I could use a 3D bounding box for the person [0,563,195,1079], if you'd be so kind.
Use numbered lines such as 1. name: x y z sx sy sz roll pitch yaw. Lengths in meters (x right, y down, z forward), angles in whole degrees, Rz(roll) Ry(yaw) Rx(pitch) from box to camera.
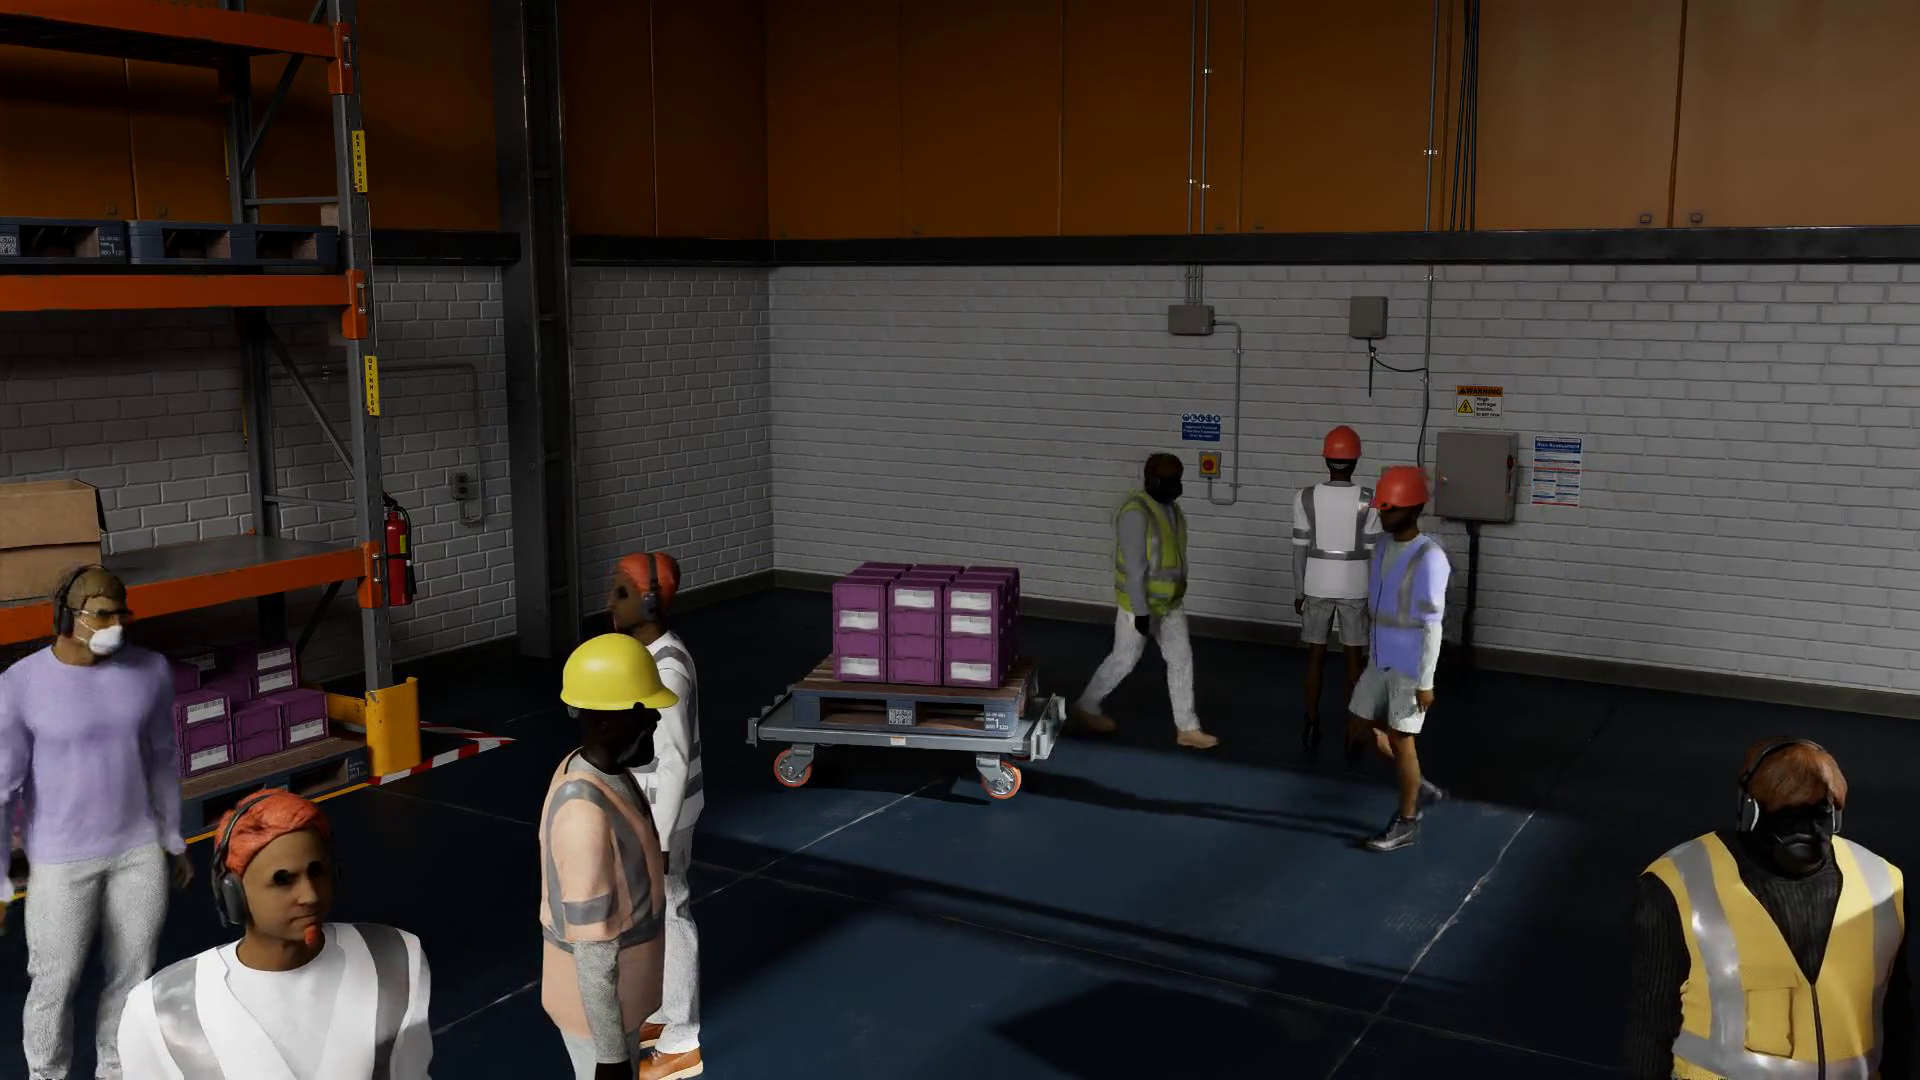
1. person: -2.853 1.036 5.393 0.400 1.916 0.704 6 11 34

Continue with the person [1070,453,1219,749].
1. person: 1.093 0.354 10.023 0.919 1.801 0.635 8 12 41

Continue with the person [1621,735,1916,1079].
1. person: 1.817 1.332 3.760 0.626 1.836 0.429 0 9 0

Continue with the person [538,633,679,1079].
1. person: -0.903 1.188 4.361 0.368 1.927 0.589 -2 9 -10

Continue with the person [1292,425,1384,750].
1. person: 2.259 0.289 9.941 0.546 1.938 0.360 3 10 21

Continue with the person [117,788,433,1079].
1. person: -1.266 1.396 3.193 0.579 1.884 0.352 -7 12 -38

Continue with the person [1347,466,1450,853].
1. person: 2.154 0.588 8.112 0.455 1.922 0.561 -3 10 -17

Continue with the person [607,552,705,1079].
1. person: -1.085 0.969 5.863 0.355 1.885 0.575 -3 10 -19
